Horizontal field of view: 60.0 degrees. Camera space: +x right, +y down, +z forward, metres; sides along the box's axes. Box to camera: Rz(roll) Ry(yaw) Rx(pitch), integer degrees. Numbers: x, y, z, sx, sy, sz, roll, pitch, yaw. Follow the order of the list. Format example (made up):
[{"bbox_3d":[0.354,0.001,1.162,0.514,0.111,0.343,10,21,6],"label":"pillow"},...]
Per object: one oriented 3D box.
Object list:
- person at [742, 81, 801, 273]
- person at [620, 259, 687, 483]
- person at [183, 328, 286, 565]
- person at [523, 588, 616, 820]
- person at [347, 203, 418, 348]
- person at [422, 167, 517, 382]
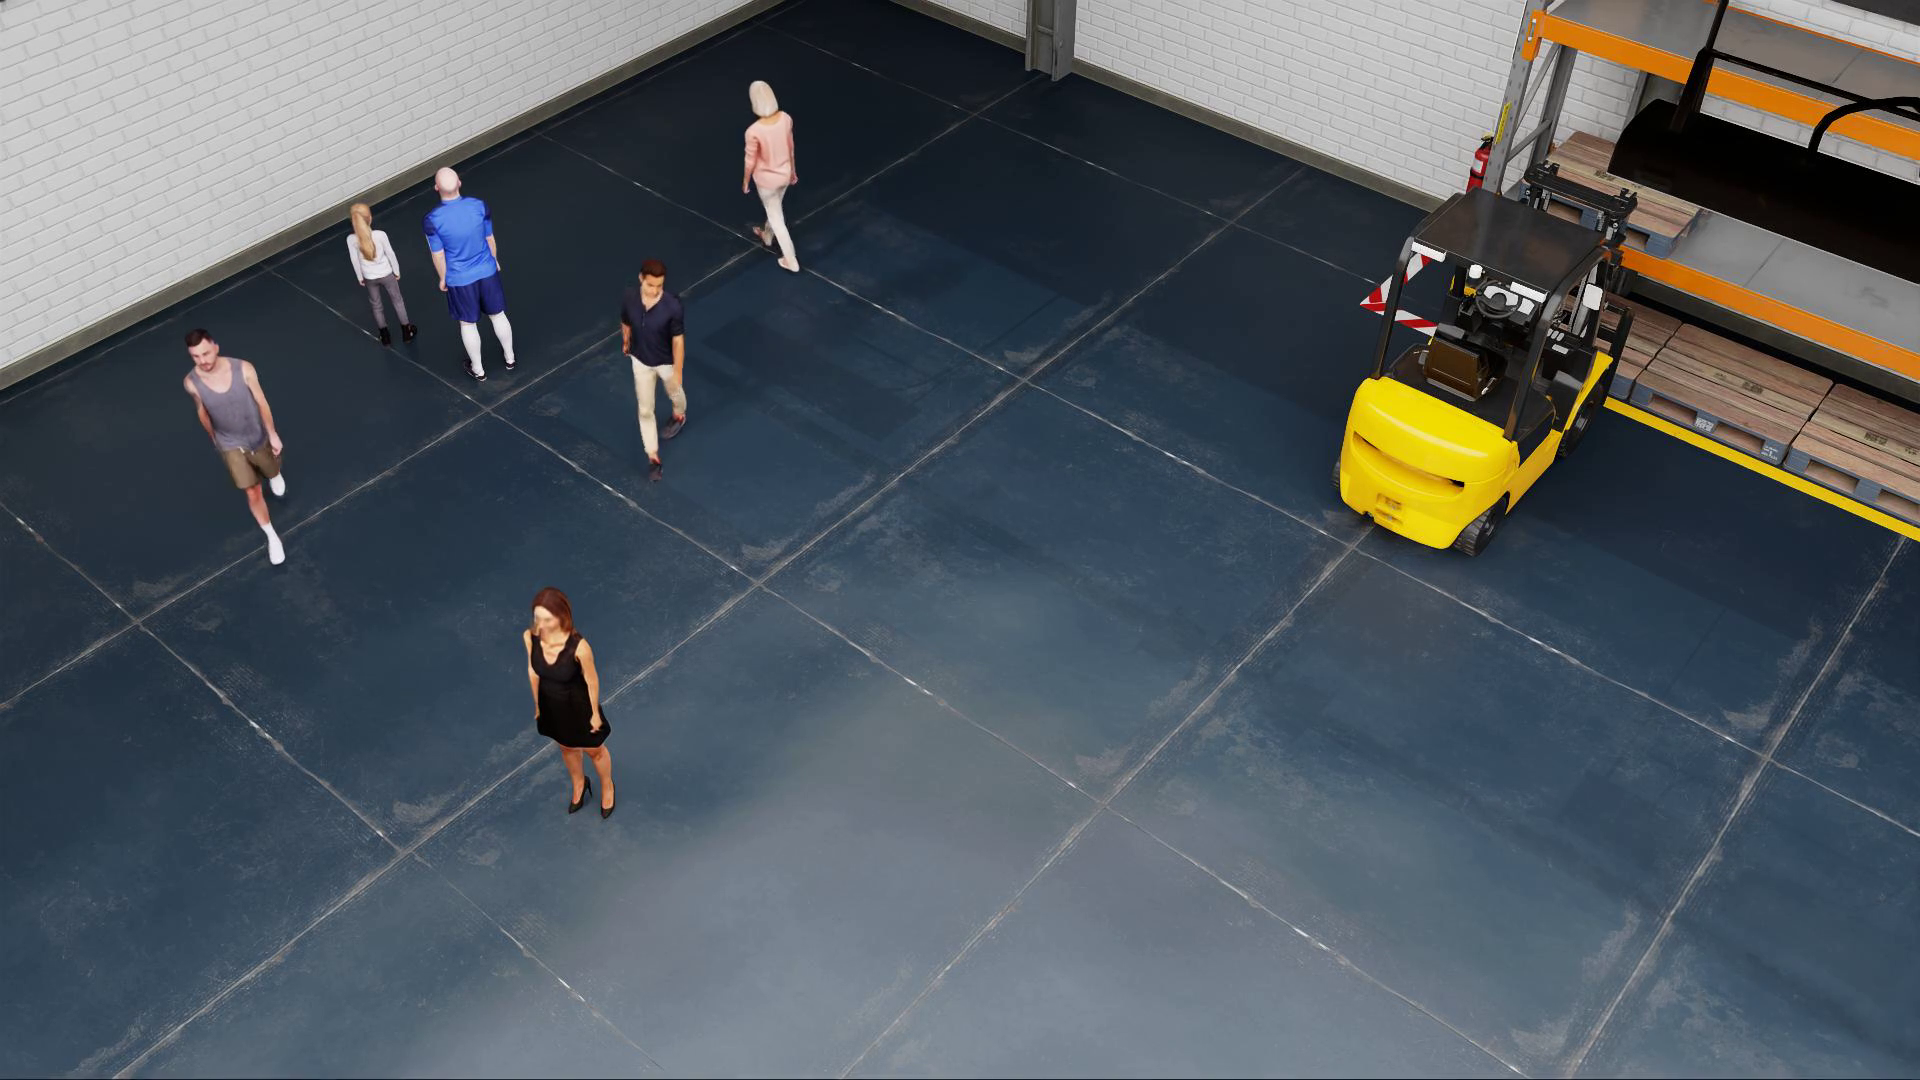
[{"bbox_3d":[-1.527,-2.997,13.895,0.676,1.695,0.974,-33,52,-30],"label":"person"},{"bbox_3d":[-2.207,-1.365,12.112,1.189,1.791,1.151,10,45,11],"label":"person"},{"bbox_3d":[-4.941,-0.763,11.491,0.952,1.812,1.266,-18,47,-18],"label":"person"},{"bbox_3d":[-2.249,0.974,9.626,0.603,1.834,0.717,9,44,10],"label":"person"},{"bbox_3d":[-4.644,-2.115,13.271,0.582,1.280,0.633,-8,44,-9],"label":"person"},{"bbox_3d":[-3.769,-2.051,12.796,0.731,1.842,0.676,-25,49,-24],"label":"person"}]
